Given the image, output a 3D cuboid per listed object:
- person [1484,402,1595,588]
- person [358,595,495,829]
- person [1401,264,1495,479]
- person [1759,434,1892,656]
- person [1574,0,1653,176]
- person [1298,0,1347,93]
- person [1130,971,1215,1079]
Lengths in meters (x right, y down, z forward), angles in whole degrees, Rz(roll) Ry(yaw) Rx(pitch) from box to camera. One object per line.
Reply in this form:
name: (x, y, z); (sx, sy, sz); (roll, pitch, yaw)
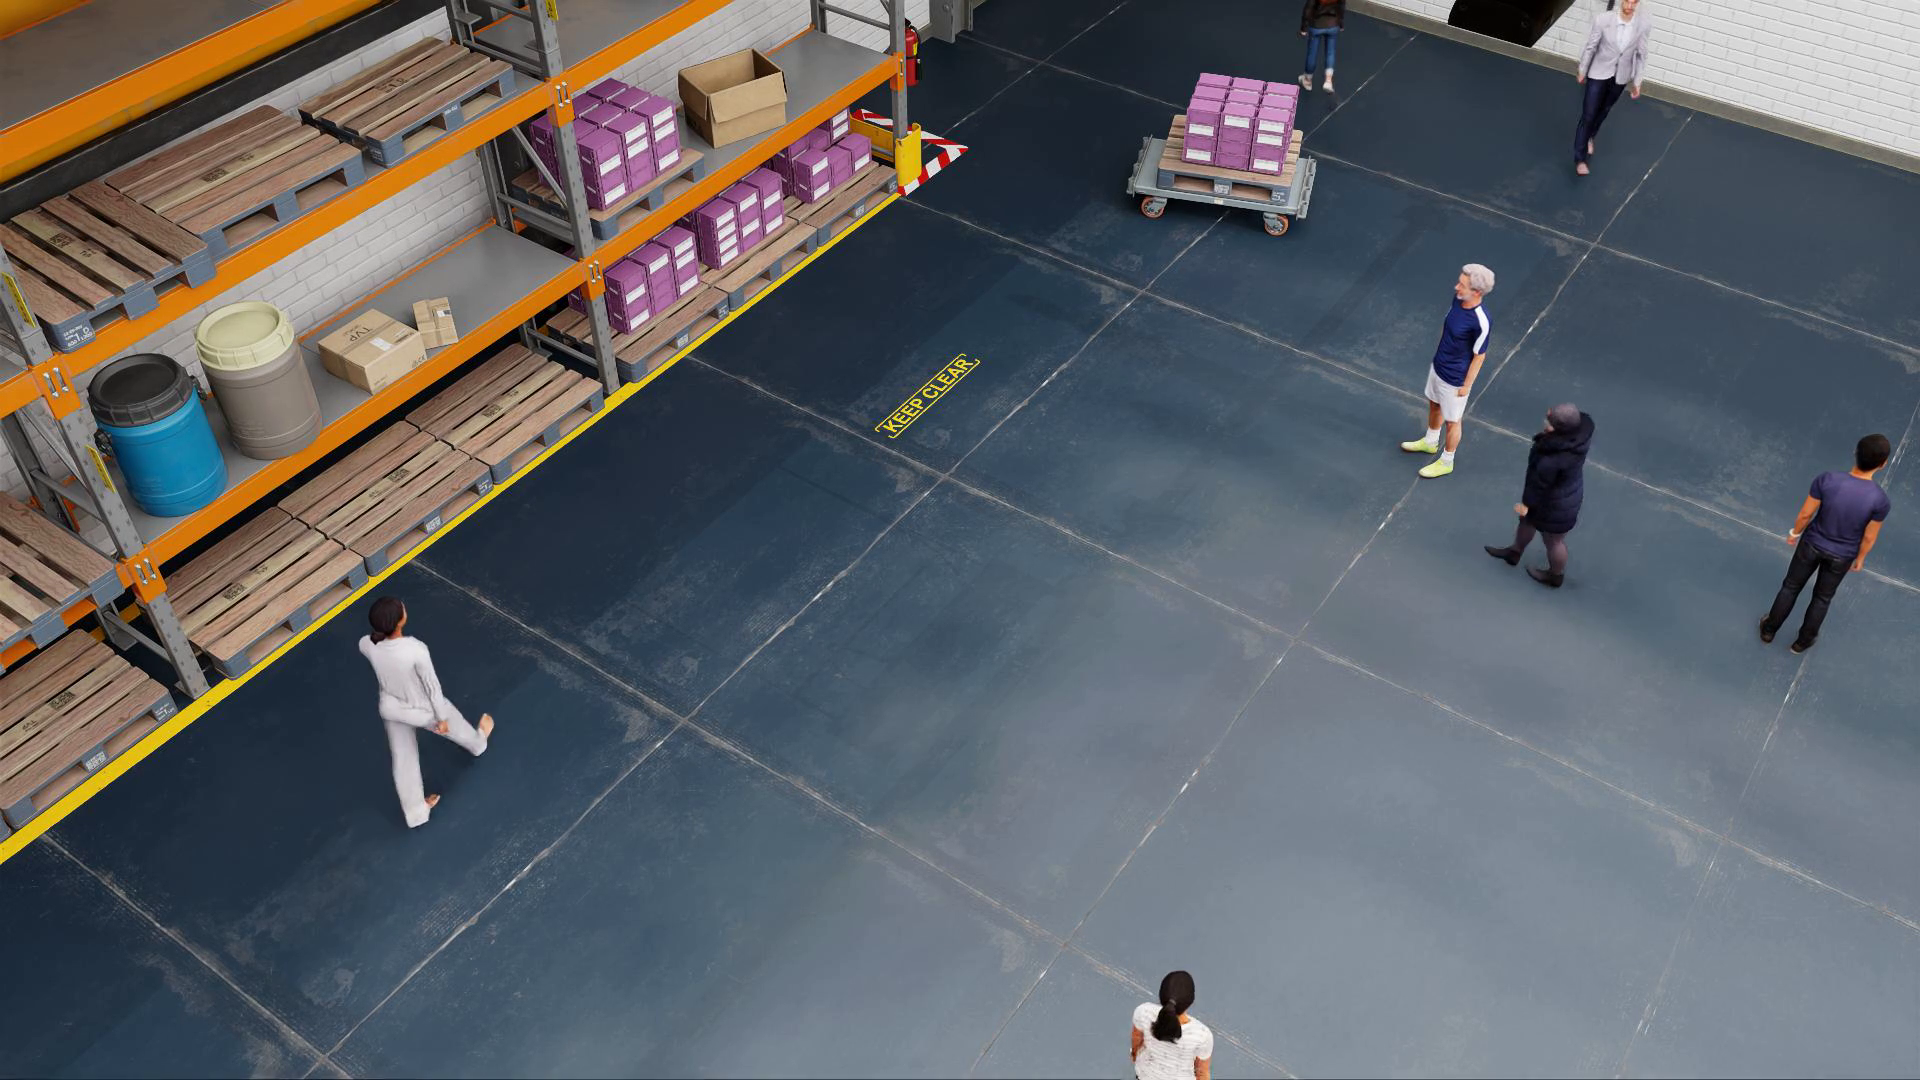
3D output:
person: (4.144, -0.295, 11.455); (0.760, 1.633, 0.762); (31, 52, 29)
person: (-3.328, 1.063, 9.986); (0.917, 1.693, 1.187); (8, 44, 9)
person: (3.666, -1.269, 12.329); (0.762, 1.838, 0.717); (-10, 44, -10)
person: (5.729, 0.049, 10.985); (0.648, 1.784, 0.522); (24, 49, 23)
person: (6.102, -4.416, 15.657); (1.046, 1.804, 1.245); (3, 44, 3)
person: (3.668, -5.150, 16.665); (0.804, 1.477, 0.869); (-4, 44, -5)
person: (1.020, 2.716, 8.293); (0.631, 1.634, 0.681); (20, 47, 19)
